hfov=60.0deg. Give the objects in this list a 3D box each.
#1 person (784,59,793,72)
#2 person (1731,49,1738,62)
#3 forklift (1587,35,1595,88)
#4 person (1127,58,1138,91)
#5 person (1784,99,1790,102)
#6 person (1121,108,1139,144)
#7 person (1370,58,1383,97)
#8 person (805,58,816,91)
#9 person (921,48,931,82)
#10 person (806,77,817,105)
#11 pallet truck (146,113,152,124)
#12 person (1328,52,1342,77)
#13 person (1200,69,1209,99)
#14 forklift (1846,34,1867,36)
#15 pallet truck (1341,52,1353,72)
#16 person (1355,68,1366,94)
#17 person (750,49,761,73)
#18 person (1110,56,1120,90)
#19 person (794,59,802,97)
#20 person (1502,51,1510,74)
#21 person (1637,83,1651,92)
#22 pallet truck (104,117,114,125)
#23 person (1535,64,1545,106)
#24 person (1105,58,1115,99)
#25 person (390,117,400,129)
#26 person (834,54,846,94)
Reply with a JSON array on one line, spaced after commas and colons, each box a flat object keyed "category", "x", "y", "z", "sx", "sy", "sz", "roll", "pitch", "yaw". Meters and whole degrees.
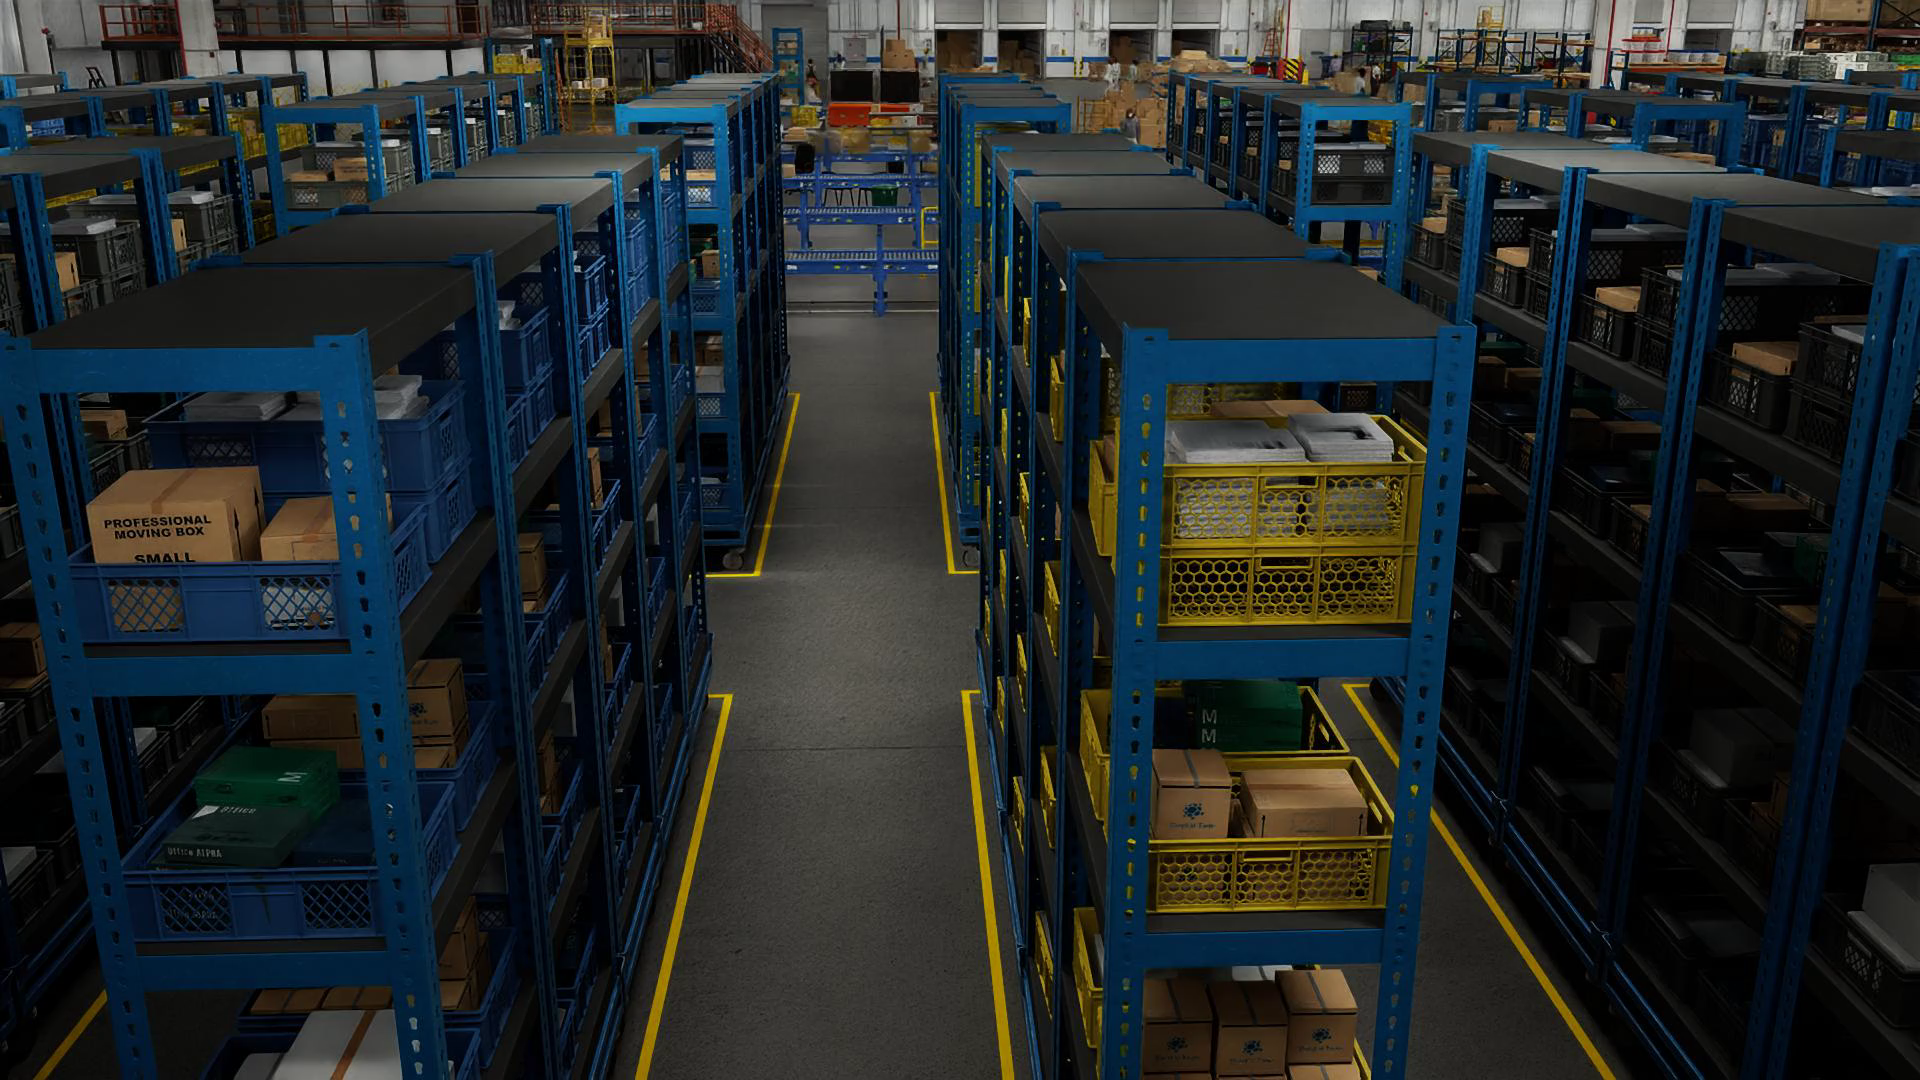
[{"category": "person", "x": -9.564, "y": -26.674, "z": 93.535, "sx": 0.961, "sy": 1.794, "sz": 0.652, "roll": 1, "pitch": 18, "yaw": 4}, {"category": "person", "x": 41.442, "y": -25.293, "z": 89.086, "sx": 0.609, "sy": 1.907, "sz": 0.522, "roll": -16, "pitch": 24, "yaw": -41}, {"category": "forklift", "x": 30.521, "y": -22.610, "z": 79.232, "sx": 1.129, "sy": 2.768, "sz": 1.873, "roll": 0, "pitch": 18, "yaw": 1}, {"category": "person", "x": 7.786, "y": -20.917, "z": 75.574, "sx": 0.462, "sy": 1.900, "sz": 0.786, "roll": 9, "pitch": 20, "yaw": 25}, {"category": "person", "x": 28.784, "y": -15.204, "z": 57.934, "sx": 0.984, "sy": 1.888, "sz": 0.642, "roll": 4, "pitch": 18, "yaw": 13}, {"category": "person", "x": 4.549, "y": -10.709, "z": 44.412, "sx": 0.537, "sy": 1.619, "sz": 0.388, "roll": -4, "pitch": 18, "yaw": -12}, {"category": "person", "x": 17.907, "y": -19.665, "z": 71.462, "sx": 0.537, "sy": 2.000, "sz": 0.683, "roll": -2, "pitch": 18, "yaw": -5}, {"category": "person", "x": -6.892, "y": -21.343, "z": 76.965, "sx": 0.505, "sy": 1.847, "sz": 0.344, "roll": -4, "pitch": 18, "yaw": -13}, {"category": "person", "x": -1.952, "y": -26.717, "z": 93.600, "sx": 0.566, "sy": 1.854, "sz": 0.509, "roll": 6, "pitch": 19, "yaw": 18}, {"category": "person", "x": -4.915, "y": -14.145, "z": 54.488, "sx": 0.592, "sy": 1.980, "sz": 0.628, "roll": 4, "pitch": 18, "yaw": 12}, {"category": "pallet truck", "x": -18.087, "y": -8.309, "z": 36.390, "sx": 1.885, "sy": 1.965, "sz": 0.823, "roll": -1, "pitch": 18, "yaw": -4}, {"category": "person", "x": 19.373, "y": -24.291, "z": 86.037, "sx": 0.617, "sy": 1.869, "sz": 0.991, "roll": 17, "pitch": 24, "yaw": 42}, {"category": "person", "x": 9.184, "y": -16.642, "z": 62.310, "sx": 0.647, "sy": 1.911, "sz": 0.539, "roll": 2, "pitch": 18, "yaw": 6}, {"category": "forklift", "x": 44.079, "y": -23.555, "z": 82.154, "sx": 1.129, "sy": 2.768, "sz": 1.873, "roll": -1, "pitch": 18, "yaw": -3}, {"category": "pallet truck", "x": 18.794, "y": -23.123, "z": 82.231, "sx": 0.823, "sy": 1.965, "sz": 1.885, "roll": -13, "pitch": 22, "yaw": -35}, {"category": "person", "x": 15.181, "y": -16.859, "z": 62.918, "sx": 0.485, "sy": 1.949, "sz": 0.651, "roll": -1, "pitch": 18, "yaw": -3}, {"category": "person", "x": -11.275, "y": -26.159, "z": 91.778, "sx": 0.585, "sy": 1.911, "sz": 0.390, "roll": -7, "pitch": 19, "yaw": -21}, {"category": "person", "x": 7.306, "y": -21.910, "z": 78.681, "sx": 0.574, "sy": 1.876, "sz": 0.354, "roll": -5, "pitch": 19, "yaw": -15}, {"category": "person", "x": -7.487, "y": -21.317, "z": 76.739, "sx": 0.362, "sy": 1.938, "sz": 0.545, "roll": 7, "pitch": 19, "yaw": 20}, {"category": "person", "x": 28.328, "y": -24.473, "z": 86.502, "sx": 0.353, "sy": 1.937, "sz": 0.635, "roll": -6, "pitch": 19, "yaw": -18}, {"category": "person", "x": 24.997, "y": -16.051, "z": 60.921, "sx": 0.514, "sy": 1.639, "sz": 0.310, "roll": 1, "pitch": 18, "yaw": 2}, {"category": "pallet truck", "x": -18.367, "y": -7.885, "z": 35.078, "sx": 1.885, "sy": 1.965, "sz": 0.823, "roll": 1, "pitch": 18, "yaw": 2}, {"category": "person", "x": 24.101, "y": -18.861, "z": 69.272, "sx": 0.507, "sy": 1.860, "sz": 0.325, "roll": -9, "pitch": 20, "yaw": -27}, {"category": "person", "x": 6.940, "y": -21.261, "z": 76.676, "sx": 0.517, "sy": 1.864, "sz": 0.569, "roll": 3, "pitch": 18, "yaw": 8}, {"category": "person", "x": -18.041, "y": -13.541, "z": 52.985, "sx": 0.483, "sy": 1.745, "sz": 0.299, "roll": 7, "pitch": 19, "yaw": 21}, {"category": "person", "x": -5.843, "y": -22.746, "z": 81.263, "sx": 0.596, "sy": 1.882, "sz": 0.931, "roll": -3, "pitch": 18, "yaw": -10}]
